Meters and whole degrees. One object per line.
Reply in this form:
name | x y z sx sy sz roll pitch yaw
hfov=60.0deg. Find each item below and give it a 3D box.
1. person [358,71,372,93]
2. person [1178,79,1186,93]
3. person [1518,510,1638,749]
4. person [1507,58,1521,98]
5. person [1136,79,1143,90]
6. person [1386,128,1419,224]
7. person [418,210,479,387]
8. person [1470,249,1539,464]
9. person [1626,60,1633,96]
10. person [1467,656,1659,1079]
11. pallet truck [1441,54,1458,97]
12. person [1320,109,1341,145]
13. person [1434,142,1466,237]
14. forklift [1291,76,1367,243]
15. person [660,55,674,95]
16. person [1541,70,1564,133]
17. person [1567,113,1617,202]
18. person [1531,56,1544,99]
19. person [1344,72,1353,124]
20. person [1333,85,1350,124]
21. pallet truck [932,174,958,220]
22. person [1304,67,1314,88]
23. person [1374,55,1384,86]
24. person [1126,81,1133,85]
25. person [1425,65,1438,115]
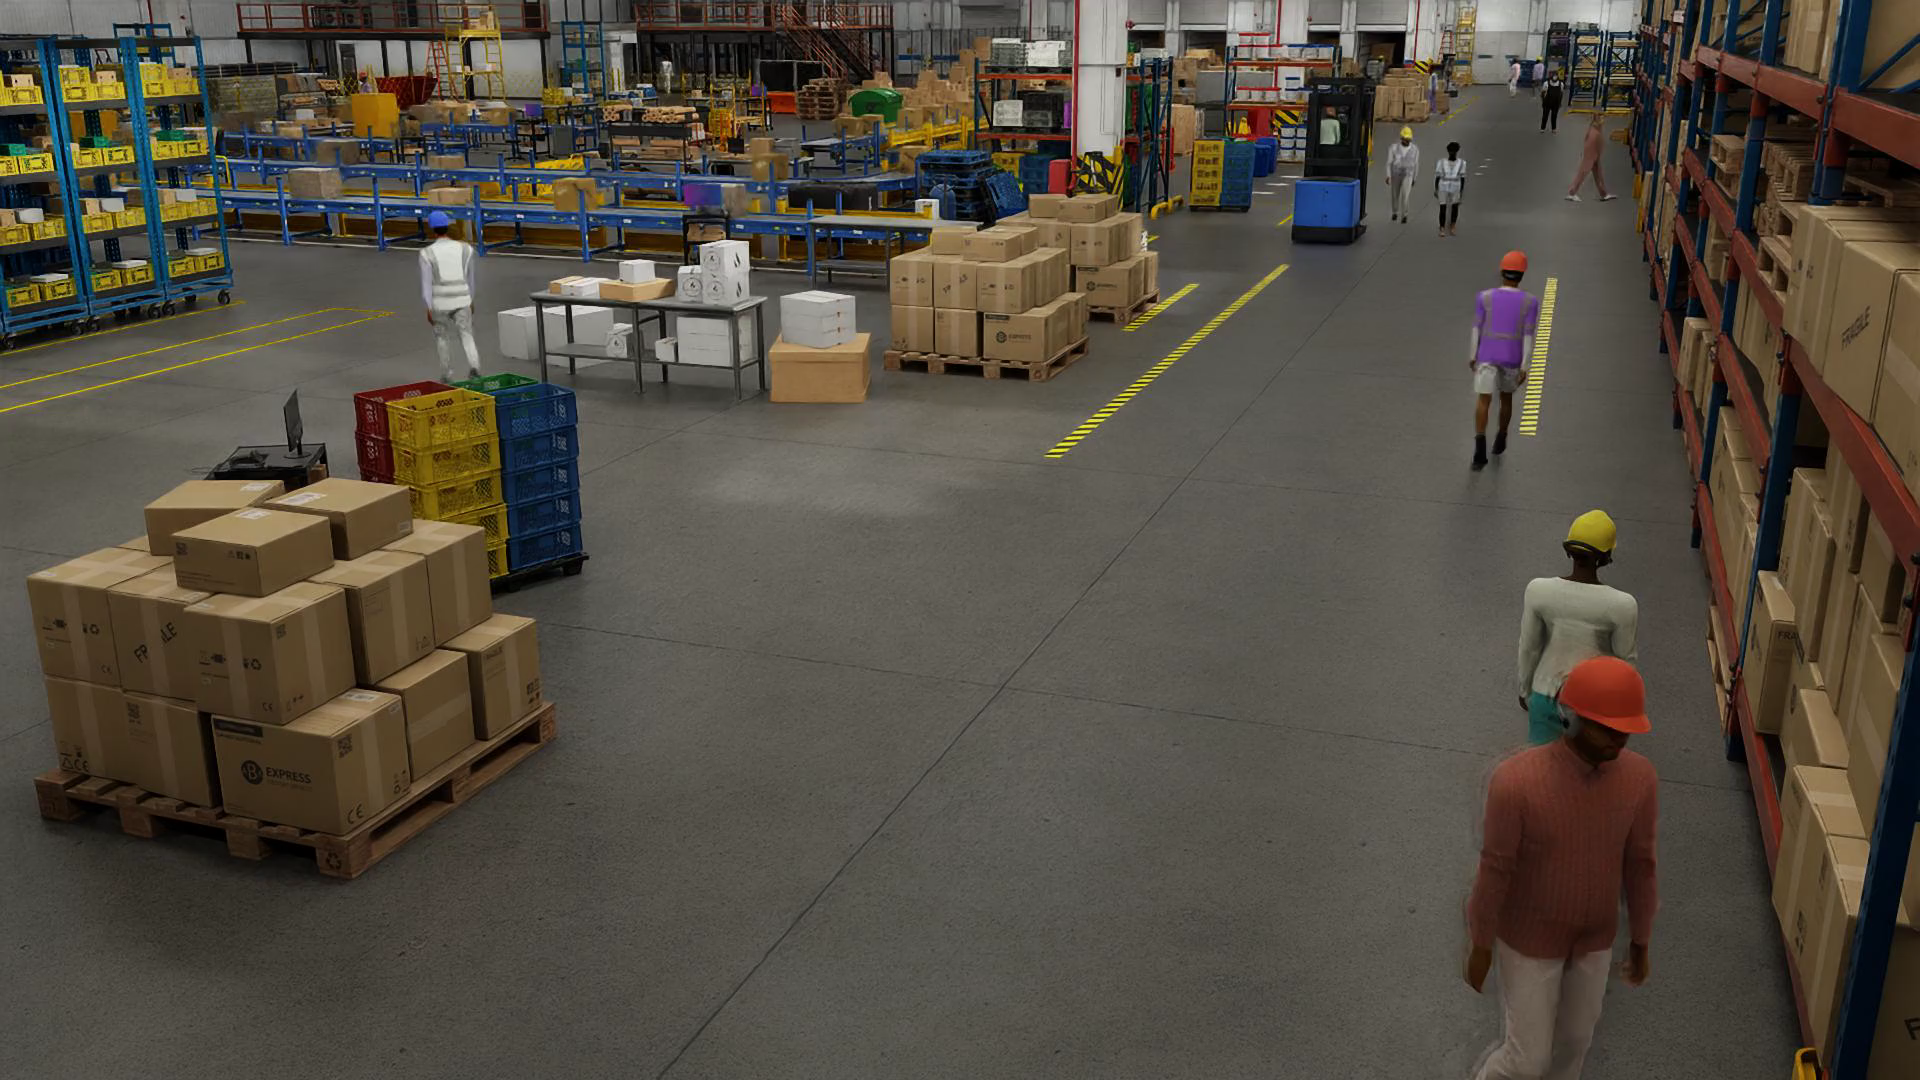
person | -19.401 -14.254 54.303 0.385 2.041 0.615 -13 22 -35
person | 7.602 -15.010 57.268 0.560 1.666 0.563 4 18 12
person | 2.840 0.719 7.704 0.524 1.770 0.315 12 21 34
person | 25.754 -21.469 77.326 0.647 1.824 0.442 -14 23 -38
person | 7.112 -17.933 66.059 0.504 1.919 0.542 5 18 15
person | 8.486 -7.003 31.948 0.591 1.790 0.940 4 18 13
person | -5.389 -2.527 17.647 0.607 1.922 0.762 -11 21 -30
person | 4.842 -1.636 14.879 0.542 1.909 0.926 6 19 18
person | 32.124 -22.100 79.533 0.569 1.694 0.321 -13 22 -36
person | 1.999 1.305 5.503 0.648 1.981 0.415 -5 18 -14
pallet truck | 22.765 -21.886 78.355 0.823 1.965 1.885 -4 18 -14
person | 9.120 -9.789 40.977 0.512 1.615 0.589 13 22 35
person | 8.764 -6.270 29.802 0.546 1.686 0.399 4 18 11
forklift | 6.598 -6.755 29.381 1.129 2.768 1.873 6 19 19
person | -14.196 -22.557 80.660 0.627 1.868 0.477 1 18 4
person | 19.731 -14.596 55.380 0.679 2.000 0.537 2 18 6
person | 13.494 -8.127 35.357 1.010 1.849 0.672 10 20 28
person | 26.743 -21.384 76.924 0.605 1.906 0.557 -5 18 -16
person | 13.692 -15.524 58.598 0.652 1.854 0.534 2 18 6
person | 12.156 -13.657 52.956 0.526 1.719 0.912 -7 19 -21
pallet truck | -0.507 -5.292 27.348 0.653 1.274 1.630 6 19 19
person | 15.226 -20.090 73.015 0.530 1.806 0.878 -15 23 -39
person | 21.590 -24.082 85.712 0.696 1.715 0.497 -12 21 -33
person | 7.827 -21.377 76.962 1.051 1.877 0.639 5 18 15
person | 18.228 -17.486 64.701 0.846 1.885 0.636 4 18 12
